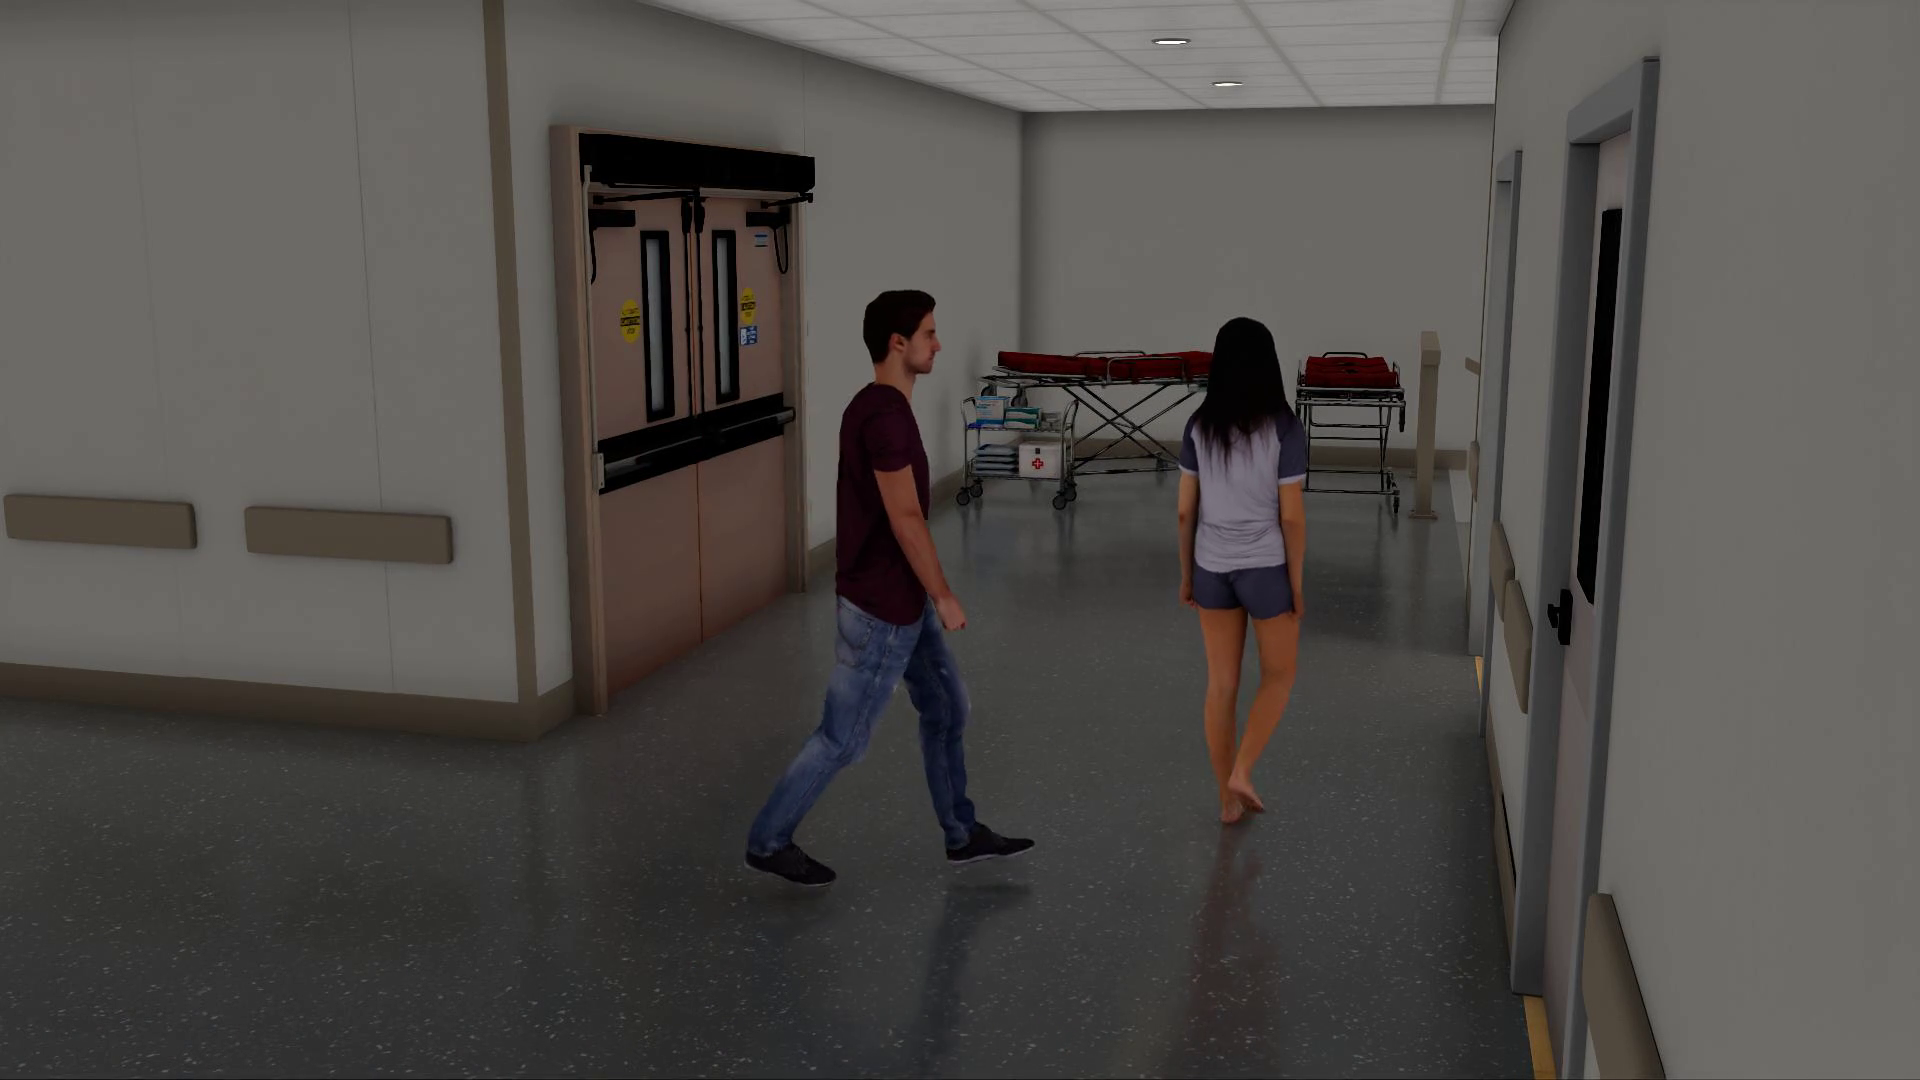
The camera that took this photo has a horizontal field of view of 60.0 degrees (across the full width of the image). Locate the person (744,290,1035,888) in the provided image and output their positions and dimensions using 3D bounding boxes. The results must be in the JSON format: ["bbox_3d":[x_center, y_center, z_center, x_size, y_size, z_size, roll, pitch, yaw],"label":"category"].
[{"bbox_3d":[-0.316,0.199,4.990,0.944,1.802,1.155,-1,11,-5],"label":"person"}]

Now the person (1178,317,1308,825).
[{"bbox_3d":[0.917,0.140,5.506,0.655,1.725,0.717,5,12,26],"label":"person"}]
